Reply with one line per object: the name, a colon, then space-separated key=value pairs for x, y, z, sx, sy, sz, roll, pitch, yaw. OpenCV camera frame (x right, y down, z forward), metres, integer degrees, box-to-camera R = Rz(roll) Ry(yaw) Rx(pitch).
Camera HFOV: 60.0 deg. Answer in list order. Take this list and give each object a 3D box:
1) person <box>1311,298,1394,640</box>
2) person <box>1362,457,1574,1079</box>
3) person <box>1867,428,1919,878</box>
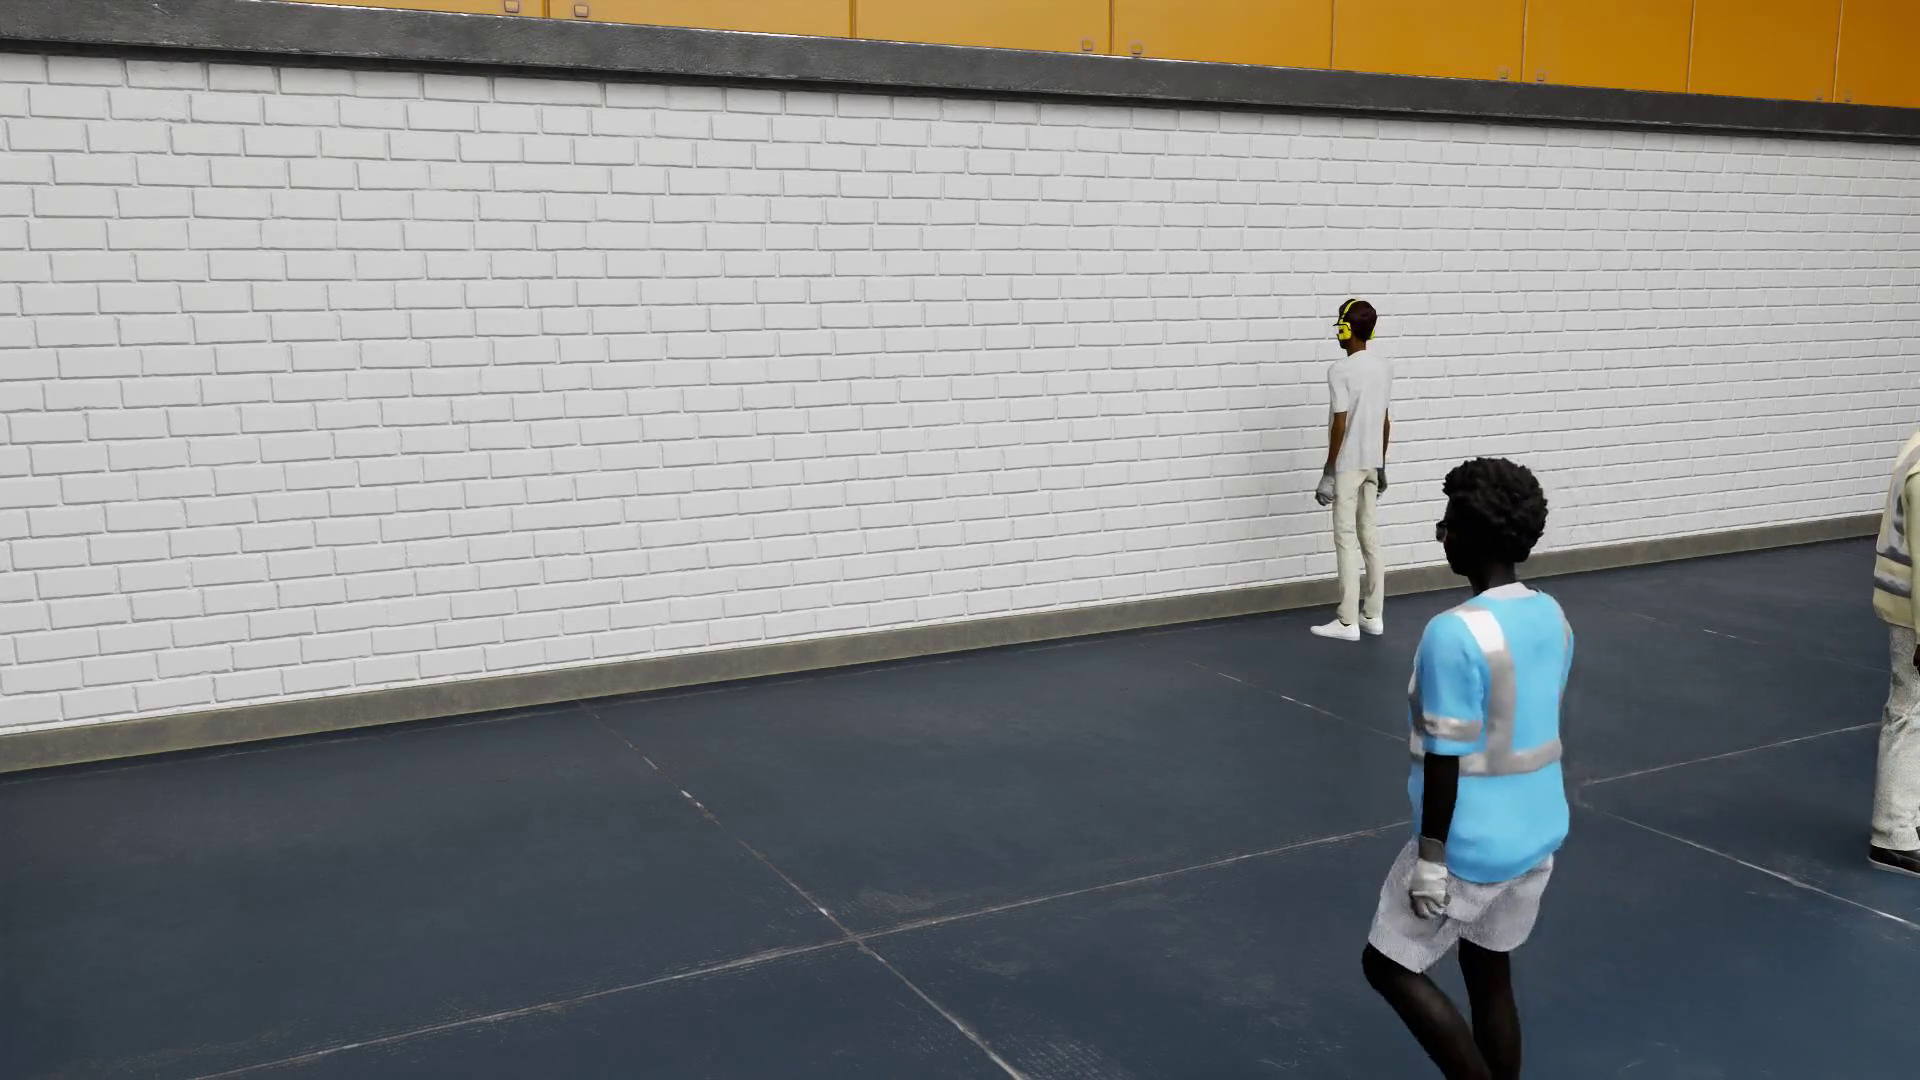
person: x=2.162 y=-0.382 z=9.141 sx=0.532 sy=1.868 sz=0.310 roll=-8 pitch=12 yaw=-38
person: x=1.143 y=0.653 z=3.709 sx=0.546 sy=1.680 sz=0.373 roll=-9 pitch=14 yaw=-43
person: x=3.339 y=0.243 z=5.679 sx=0.403 sy=1.824 sz=0.593 roll=6 pitch=11 yaw=30
